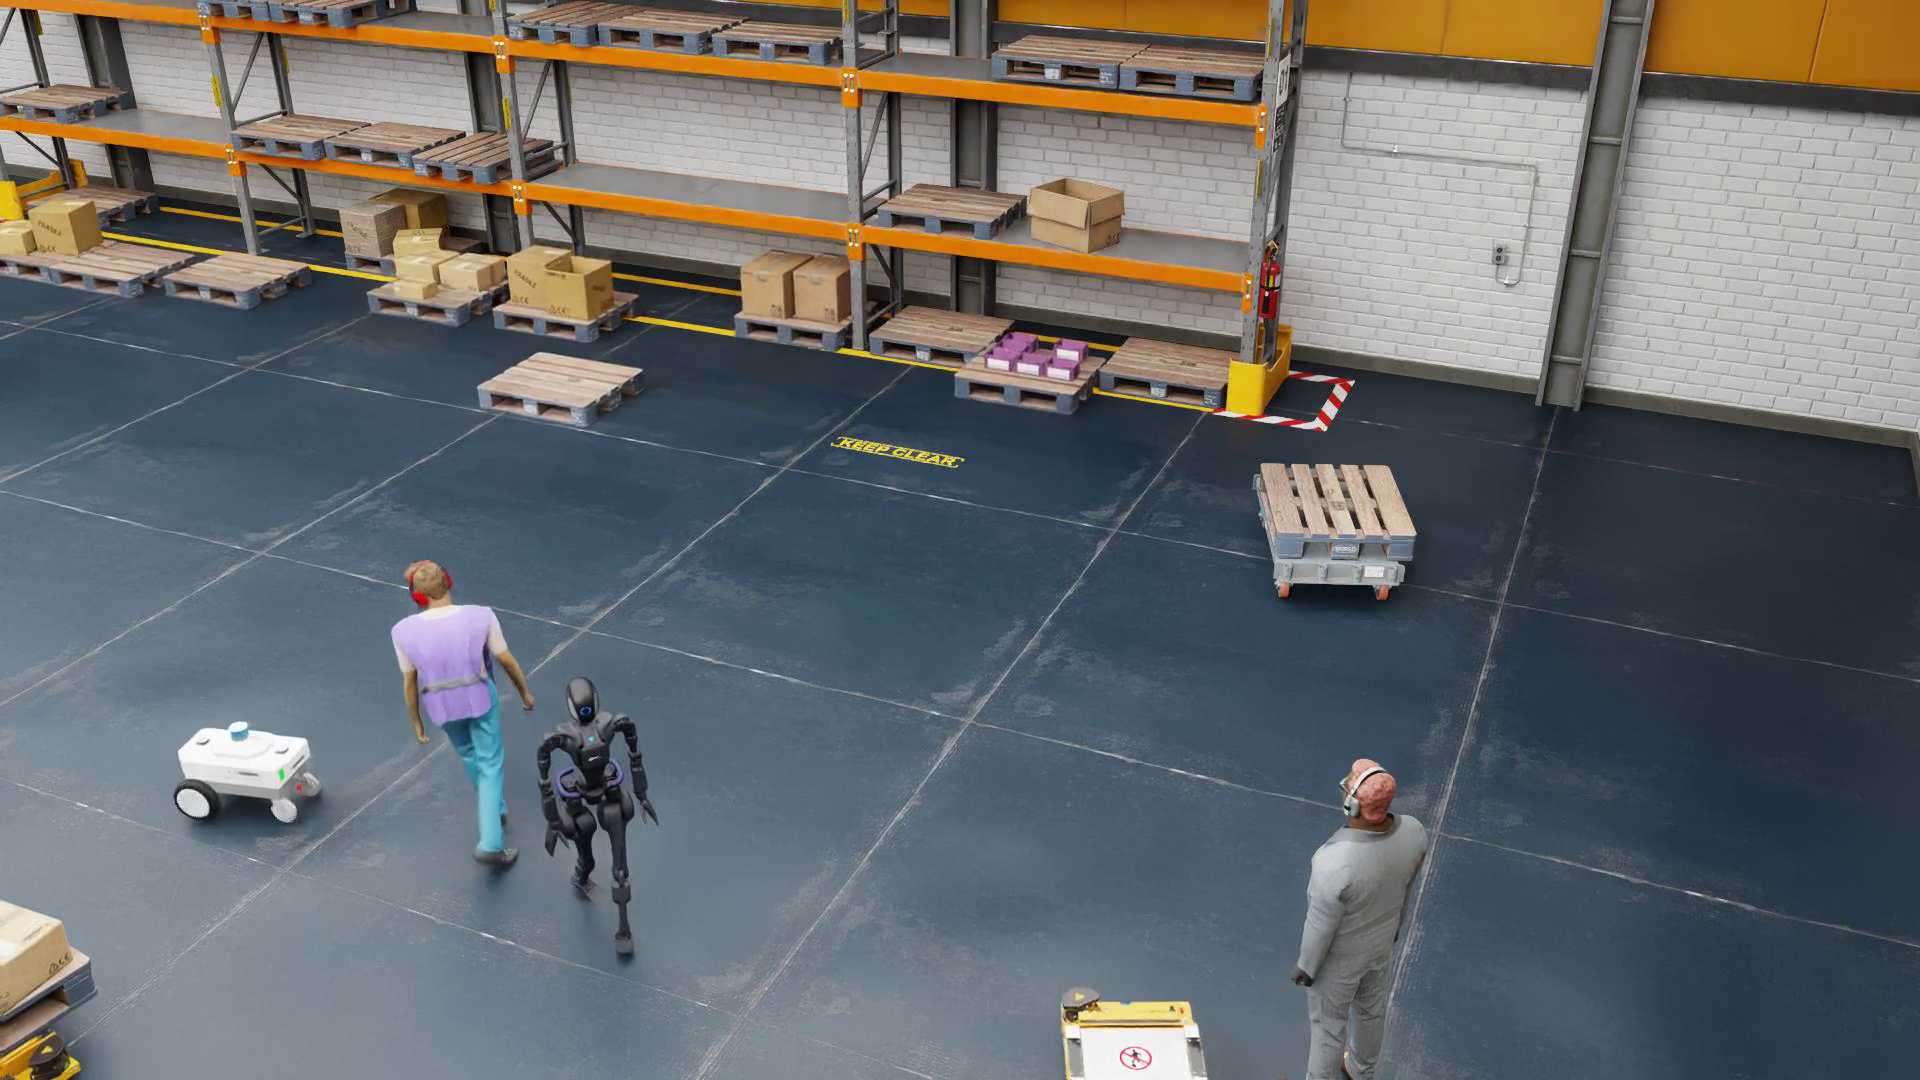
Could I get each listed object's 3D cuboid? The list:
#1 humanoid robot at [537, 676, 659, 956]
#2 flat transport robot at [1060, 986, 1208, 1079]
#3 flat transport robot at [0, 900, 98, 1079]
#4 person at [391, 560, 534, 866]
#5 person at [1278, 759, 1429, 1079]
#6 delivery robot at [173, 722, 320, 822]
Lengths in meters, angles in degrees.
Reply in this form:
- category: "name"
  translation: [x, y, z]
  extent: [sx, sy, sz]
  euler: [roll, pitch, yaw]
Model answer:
- category: "humanoid robot"
  translation: [-1.922, 1.373, 8.785]
  extent: [0.602, 1.626, 0.759]
  euler: [-13, 30, -24]
- category: "flat transport robot"
  translation: [0.838, 2.662, 7.771]
  extent: [0.659, 0.231, 1.431]
  euler: [0, 27, 0]
- category: "flat transport robot"
  translation: [-5.045, 2.468, 8.147]
  extent: [1.431, 0.231, 0.659]
  euler: [16, 31, 28]
- category: "person"
  translation: [-2.778, 0.979, 9.370]
  extent: [0.683, 1.797, 0.755]
  euler: [-4, 28, -8]
- category: "person"
  translation: [1.772, 1.824, 7.610]
  extent: [0.639, 1.908, 0.413]
  euler: [-17, 32, -29]
- category: "delivery robot"
  translation: [-4.285, 1.367, 9.974]
  extent: [0.802, 0.600, 0.499]
  euler: [5, 28, 9]
